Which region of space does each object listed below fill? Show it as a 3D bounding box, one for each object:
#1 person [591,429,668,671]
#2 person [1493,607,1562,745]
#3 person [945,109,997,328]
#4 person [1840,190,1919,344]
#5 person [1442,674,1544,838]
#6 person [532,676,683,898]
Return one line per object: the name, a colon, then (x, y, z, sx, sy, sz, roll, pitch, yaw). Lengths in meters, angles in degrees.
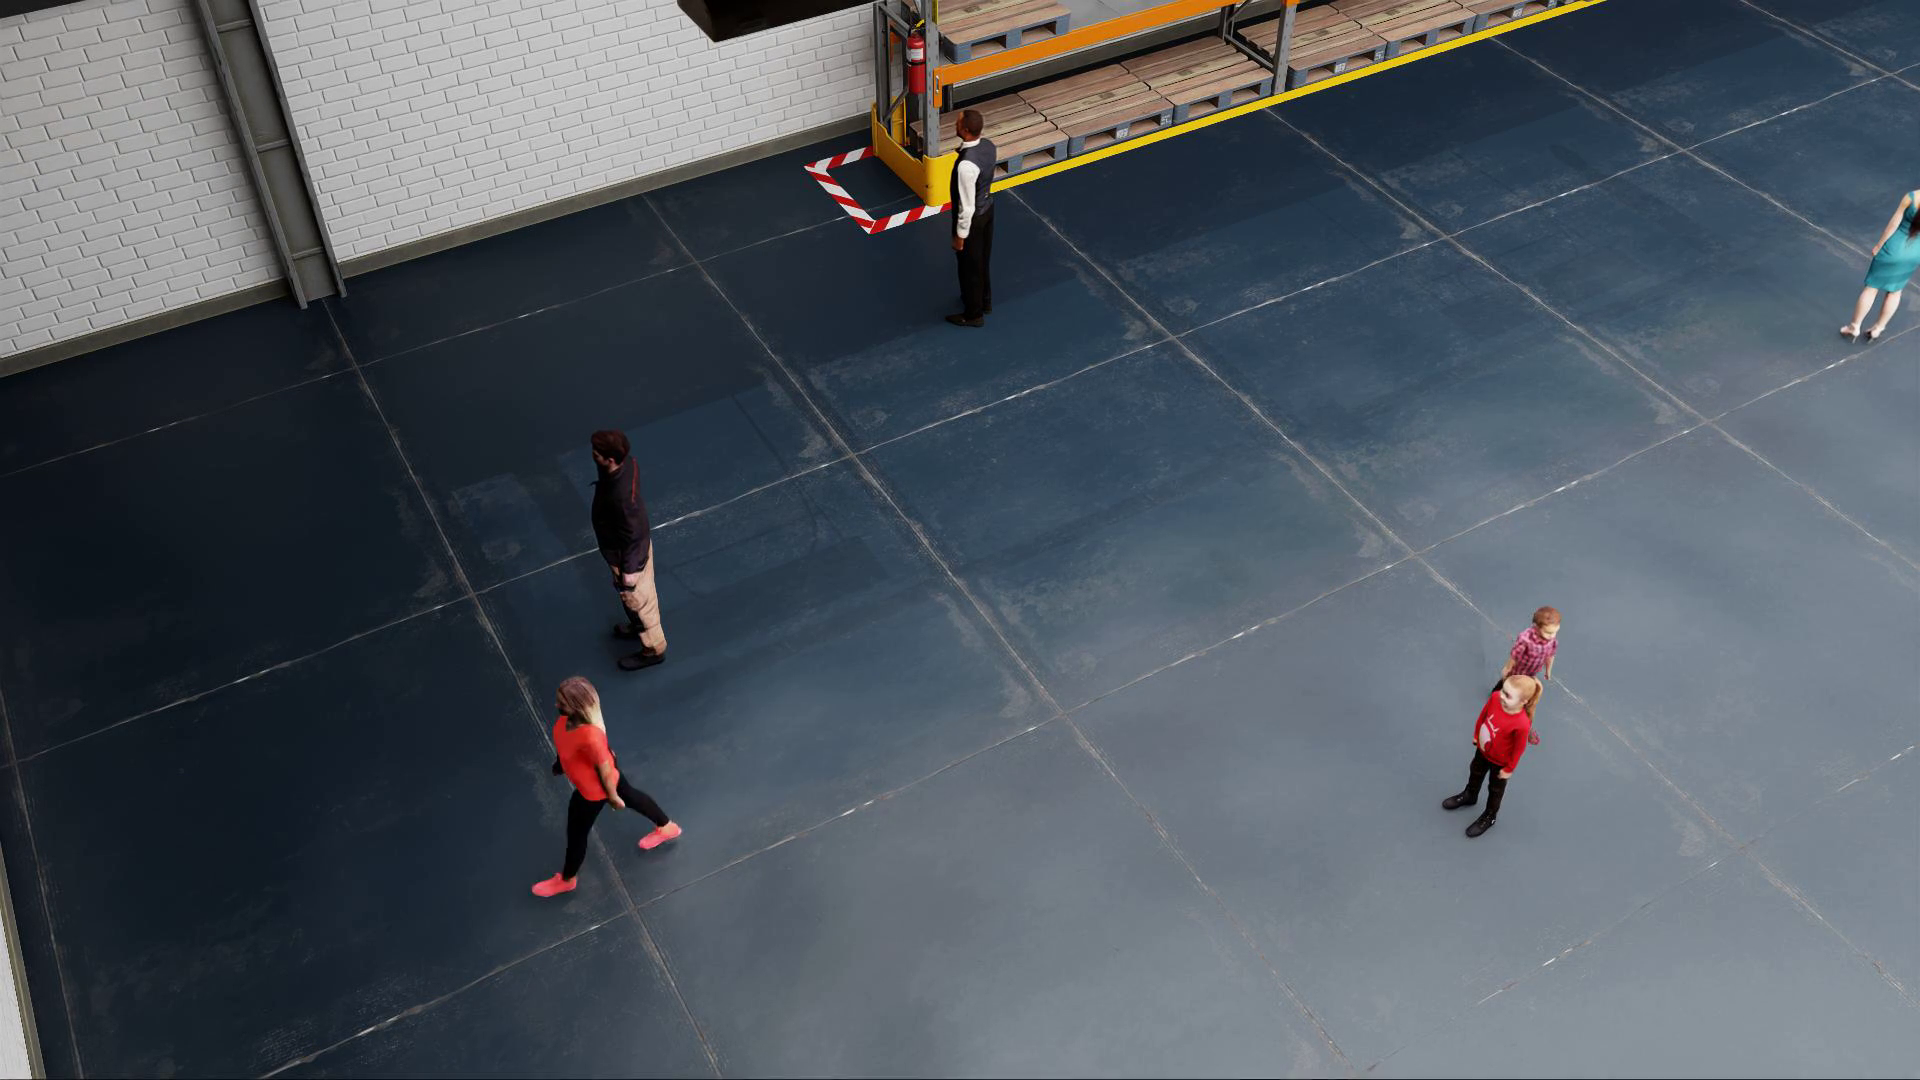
person: (-2.117, 0.050, 10.621, 0.731, 1.925, 0.768, -7, 44, -7)
person: (3.584, 0.751, 10.556, 0.735, 0.998, 0.615, -10, 44, -10)
person: (0.102, -2.588, 13.394, 0.842, 1.918, 0.742, 16, 46, 16)
person: (7.497, -2.290, 13.248, 0.574, 1.688, 0.674, 3, 44, 3)
person: (3.174, 1.246, 9.832, 0.499, 1.281, 0.509, -18, 46, -18)
person: (-1.985, 1.334, 9.472, 1.188, 1.650, 0.730, -14, 45, -15)
